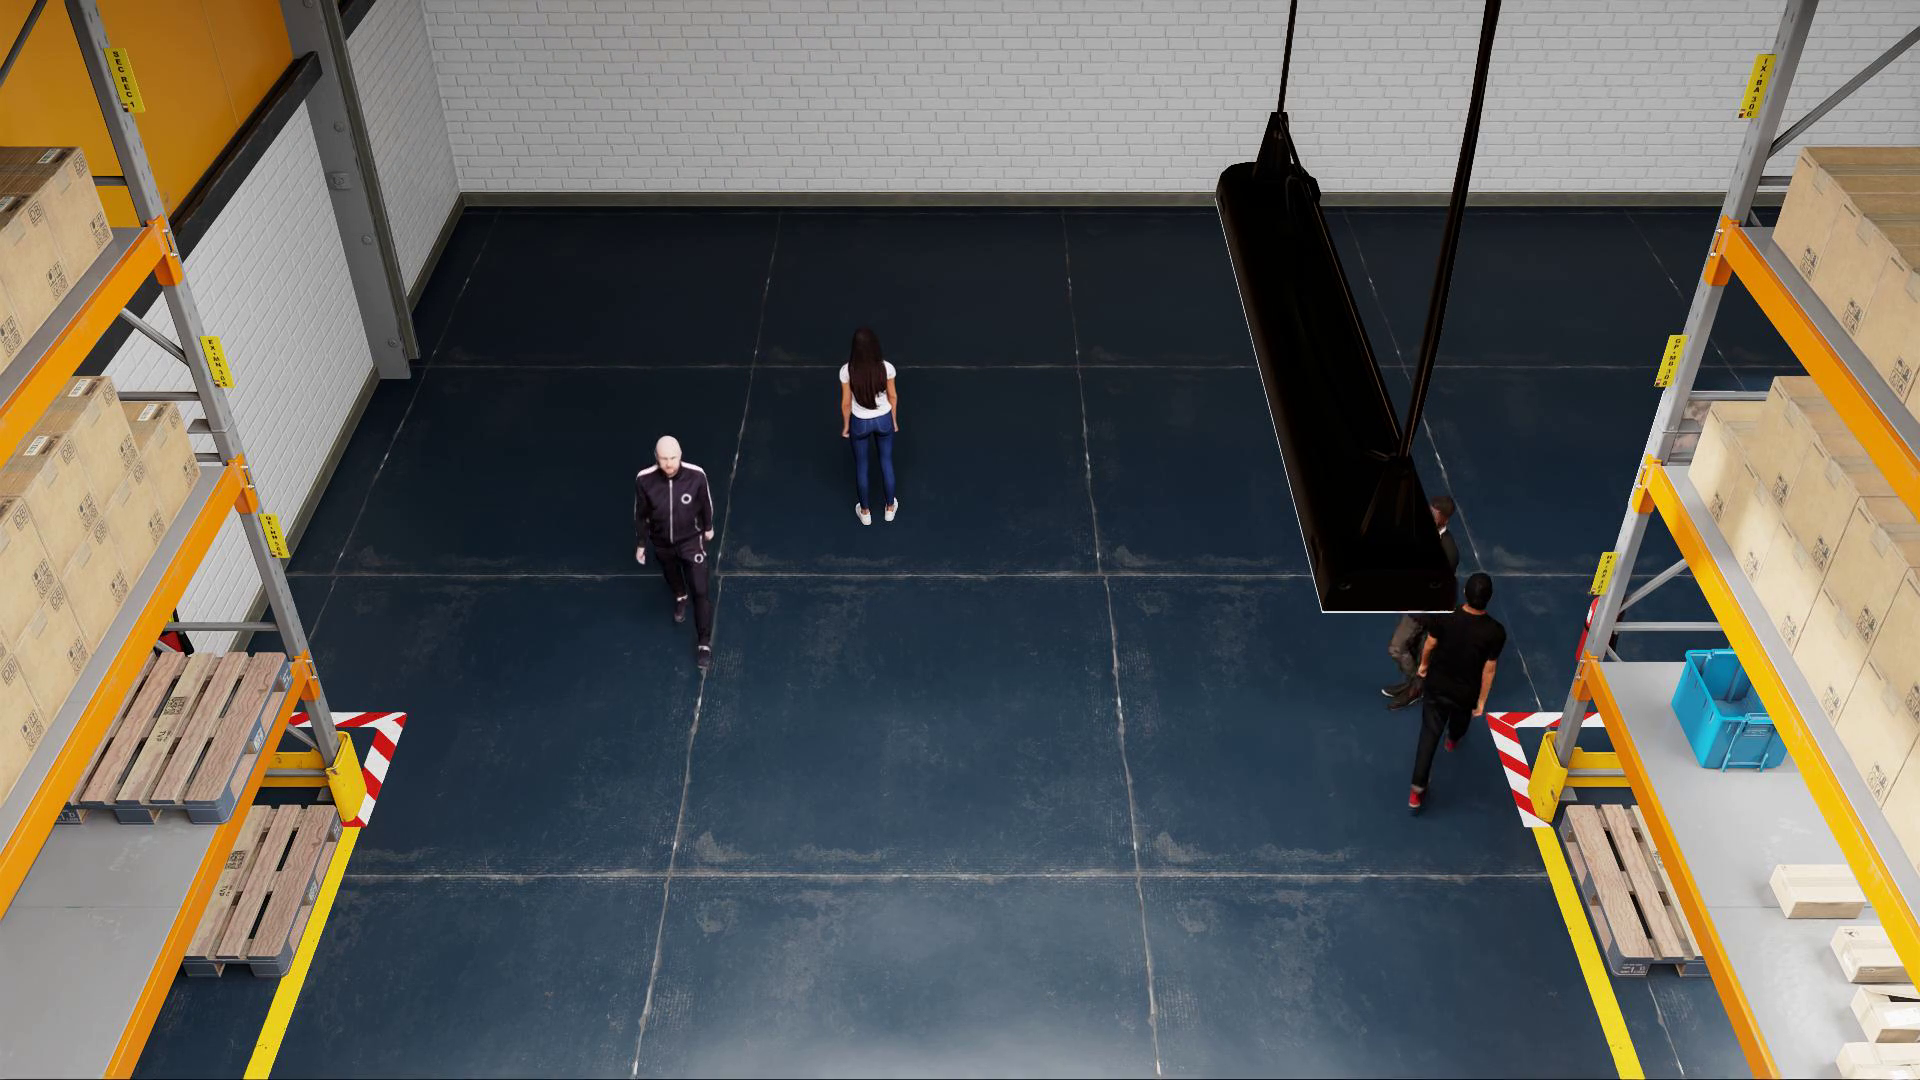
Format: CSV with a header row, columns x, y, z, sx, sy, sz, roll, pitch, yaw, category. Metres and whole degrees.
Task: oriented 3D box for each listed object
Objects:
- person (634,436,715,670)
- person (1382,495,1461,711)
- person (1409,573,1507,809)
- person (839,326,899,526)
x,y,z,sx,sy,sz,roll,pitch,yaw,category
-2.036,-0.053,11.962,0.726,1.783,1.180,-1,39,-2,person
3.244,0.416,11.369,0.735,1.790,0.553,-3,39,-4,person
3.159,0.994,10.707,1.016,1.714,1.269,18,42,21,person
-0.694,-0.892,13.019,0.621,1.775,0.552,-5,39,-6,person
